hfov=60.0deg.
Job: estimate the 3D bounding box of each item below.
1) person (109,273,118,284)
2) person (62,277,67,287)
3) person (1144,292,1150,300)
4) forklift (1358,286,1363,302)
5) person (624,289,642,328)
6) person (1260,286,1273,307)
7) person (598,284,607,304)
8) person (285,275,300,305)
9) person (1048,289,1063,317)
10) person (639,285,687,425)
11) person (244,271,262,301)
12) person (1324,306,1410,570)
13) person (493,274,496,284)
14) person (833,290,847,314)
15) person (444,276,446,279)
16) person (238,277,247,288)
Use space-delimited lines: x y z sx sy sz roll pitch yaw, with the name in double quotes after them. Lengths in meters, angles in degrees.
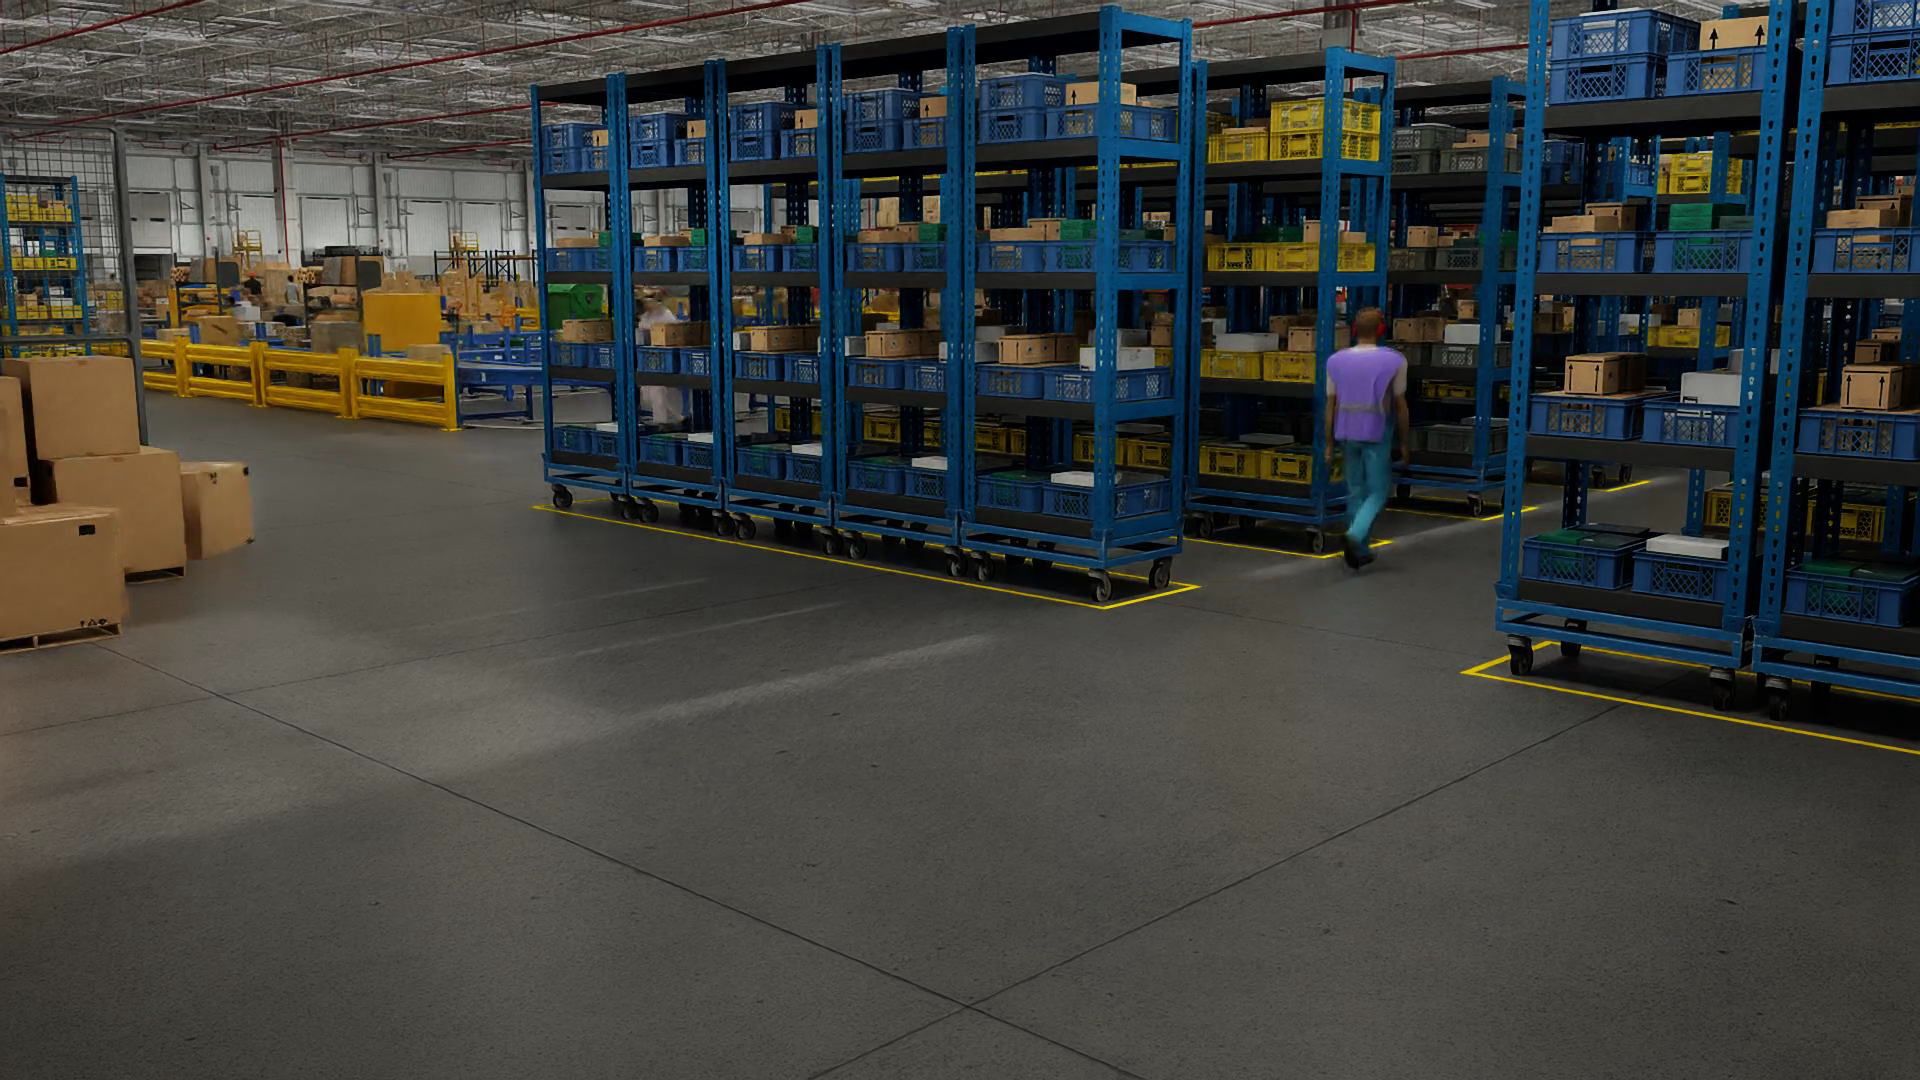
-38.564 -11.226 75.824 1.012 1.897 0.643 -1 9 -8 "person"
-39.742 -10.874 73.797 0.429 1.839 0.634 -7 12 -38 "person"
7.019 -9.023 62.885 0.316 1.695 0.541 1 9 4 "person"
11.100 -7.017 46.970 1.873 2.768 1.129 9 13 43 "forklift"
-7.870 -5.263 39.789 0.533 1.718 0.954 -4 10 -22 "person"
10.560 -8.311 58.013 0.780 1.846 0.960 5 10 27 "person"
-13.498 -9.152 62.992 0.703 1.914 0.550 -7 11 -35 "person"
-24.252 -8.715 60.485 0.523 1.858 0.414 -1 9 -4 "person"
1.416 -2.981 25.466 0.601 1.823 0.409 2 9 10 "person"
-3.471 -2.020 19.357 0.623 1.893 0.649 -8 12 -40 "person"
-26.904 -9.241 63.304 0.610 1.997 0.376 -3 10 -19 "person"
2.763 -0.688 11.385 0.581 1.819 0.680 6 11 35 "person"
-25.337 -13.590 90.547 0.844 1.817 0.516 0 9 0 "person"
-3.377 -6.442 46.725 0.593 1.816 0.551 -9 13 -42 "person"
-24.127 -11.539 78.215 0.353 1.734 0.490 -2 9 -10 "person"
-27.957 -9.412 65.144 0.755 1.745 0.523 6 11 34 "person"
